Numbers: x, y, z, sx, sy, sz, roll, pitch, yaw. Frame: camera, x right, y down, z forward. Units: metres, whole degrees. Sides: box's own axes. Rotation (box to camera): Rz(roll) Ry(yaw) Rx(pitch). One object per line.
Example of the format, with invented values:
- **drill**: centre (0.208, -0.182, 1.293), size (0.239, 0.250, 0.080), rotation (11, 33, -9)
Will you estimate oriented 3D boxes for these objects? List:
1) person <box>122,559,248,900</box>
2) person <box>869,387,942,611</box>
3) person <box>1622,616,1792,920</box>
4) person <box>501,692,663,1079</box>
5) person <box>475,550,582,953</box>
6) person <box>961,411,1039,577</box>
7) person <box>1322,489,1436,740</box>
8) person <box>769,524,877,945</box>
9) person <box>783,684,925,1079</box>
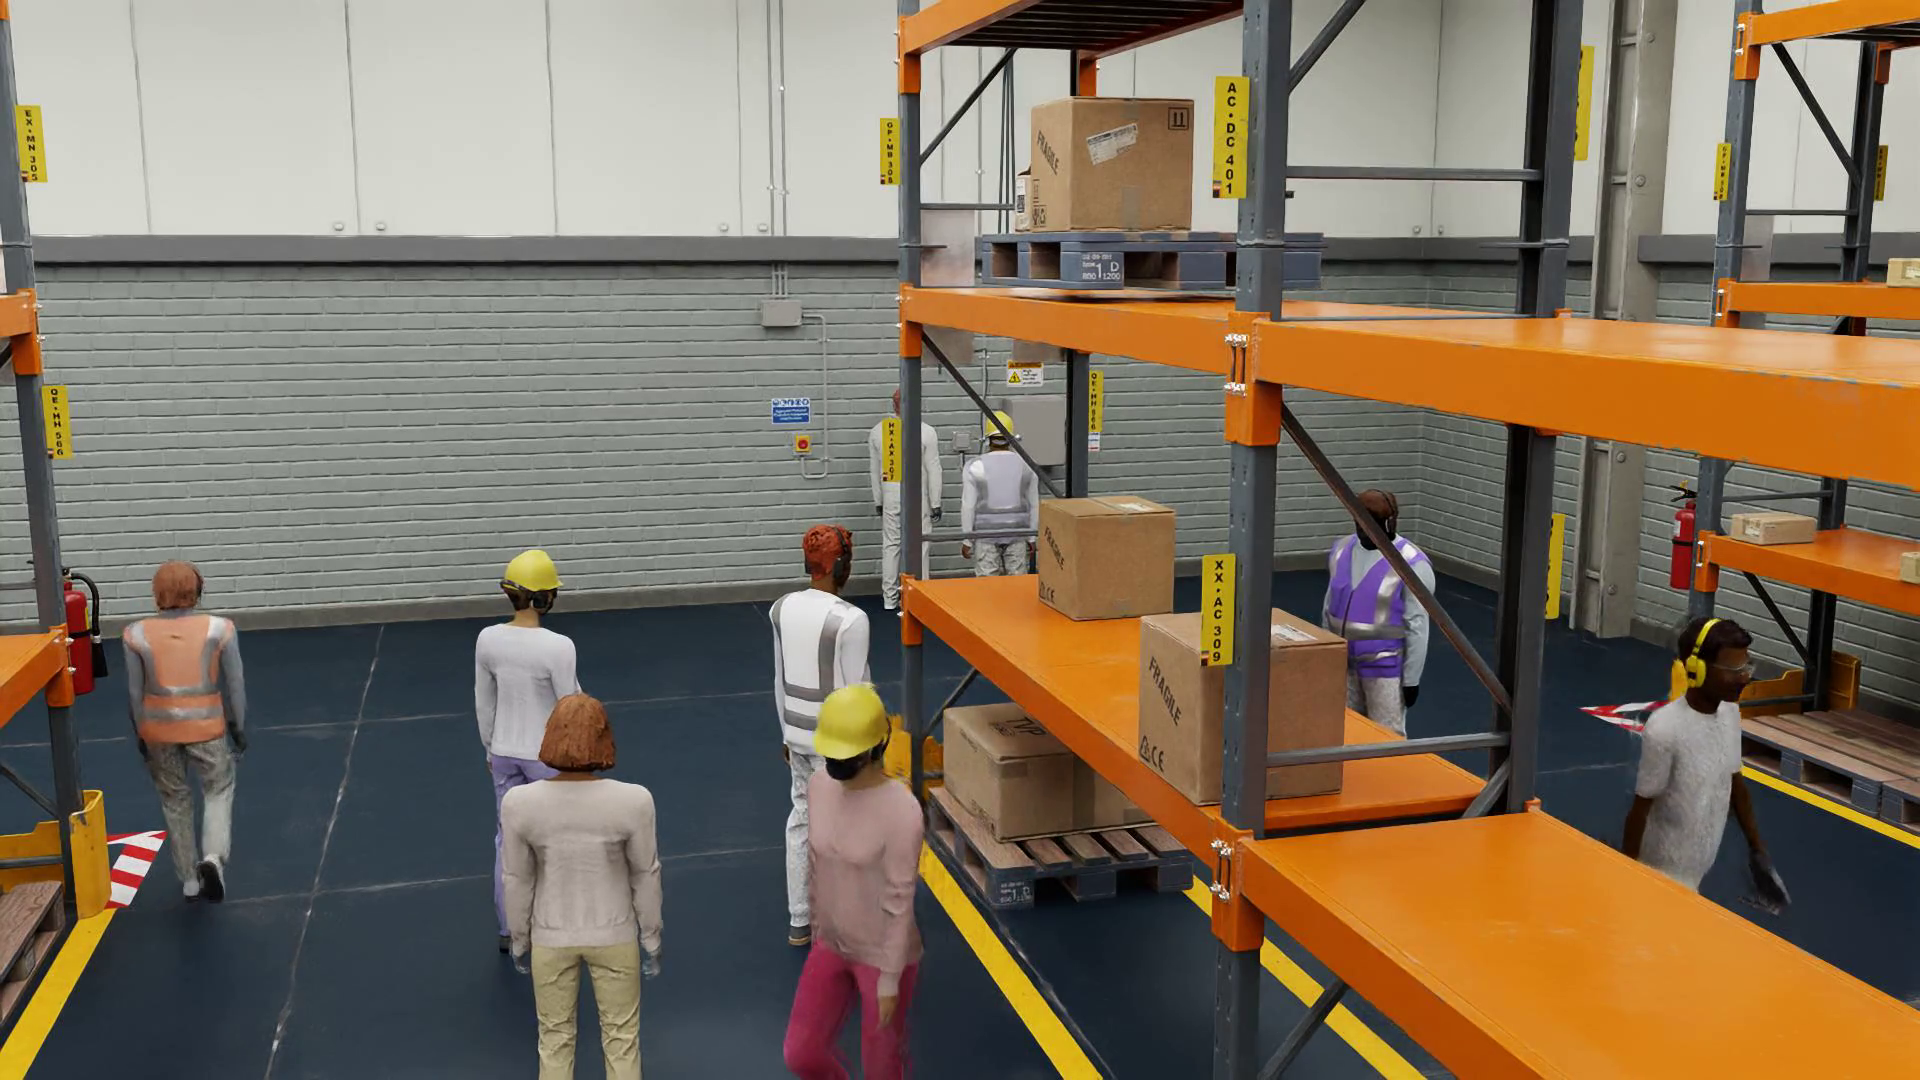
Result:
- **person**: centre (-3.547, 0.899, 7.636), size (0.509, 1.617, 0.485), rotation (-3, 10, -16)
- **person**: centre (-0.428, -0.338, 13.866), size (0.641, 1.913, 0.407), rotation (5, 11, 24)
- **person**: centre (2.550, 1.152, 5.669), size (0.529, 1.810, 1.006), rotation (-9, 14, -43)
- **person**: centre (-1.212, 1.296, 5.363), size (0.520, 1.628, 0.281), rotation (-1, 10, -3)
- **person**: centre (-1.815, 0.917, 7.132), size (0.533, 1.767, 0.325), rotation (4, 11, 24)
- **person**: centre (0.289, -0.039, 12.385), size (0.591, 1.833, 0.404), rotation (-2, 10, -11)
- **person**: centre (2.097, 0.644, 8.507), size (0.429, 1.837, 0.625), rotation (-7, 12, -36)
- **person**: centre (-0.573, 0.863, 7.123), size (0.575, 1.880, 0.358), rotation (10, 14, 44)
- **person**: centre (-0.320, 1.281, 5.136), size (0.522, 1.740, 0.384), rotation (8, 13, 40)
